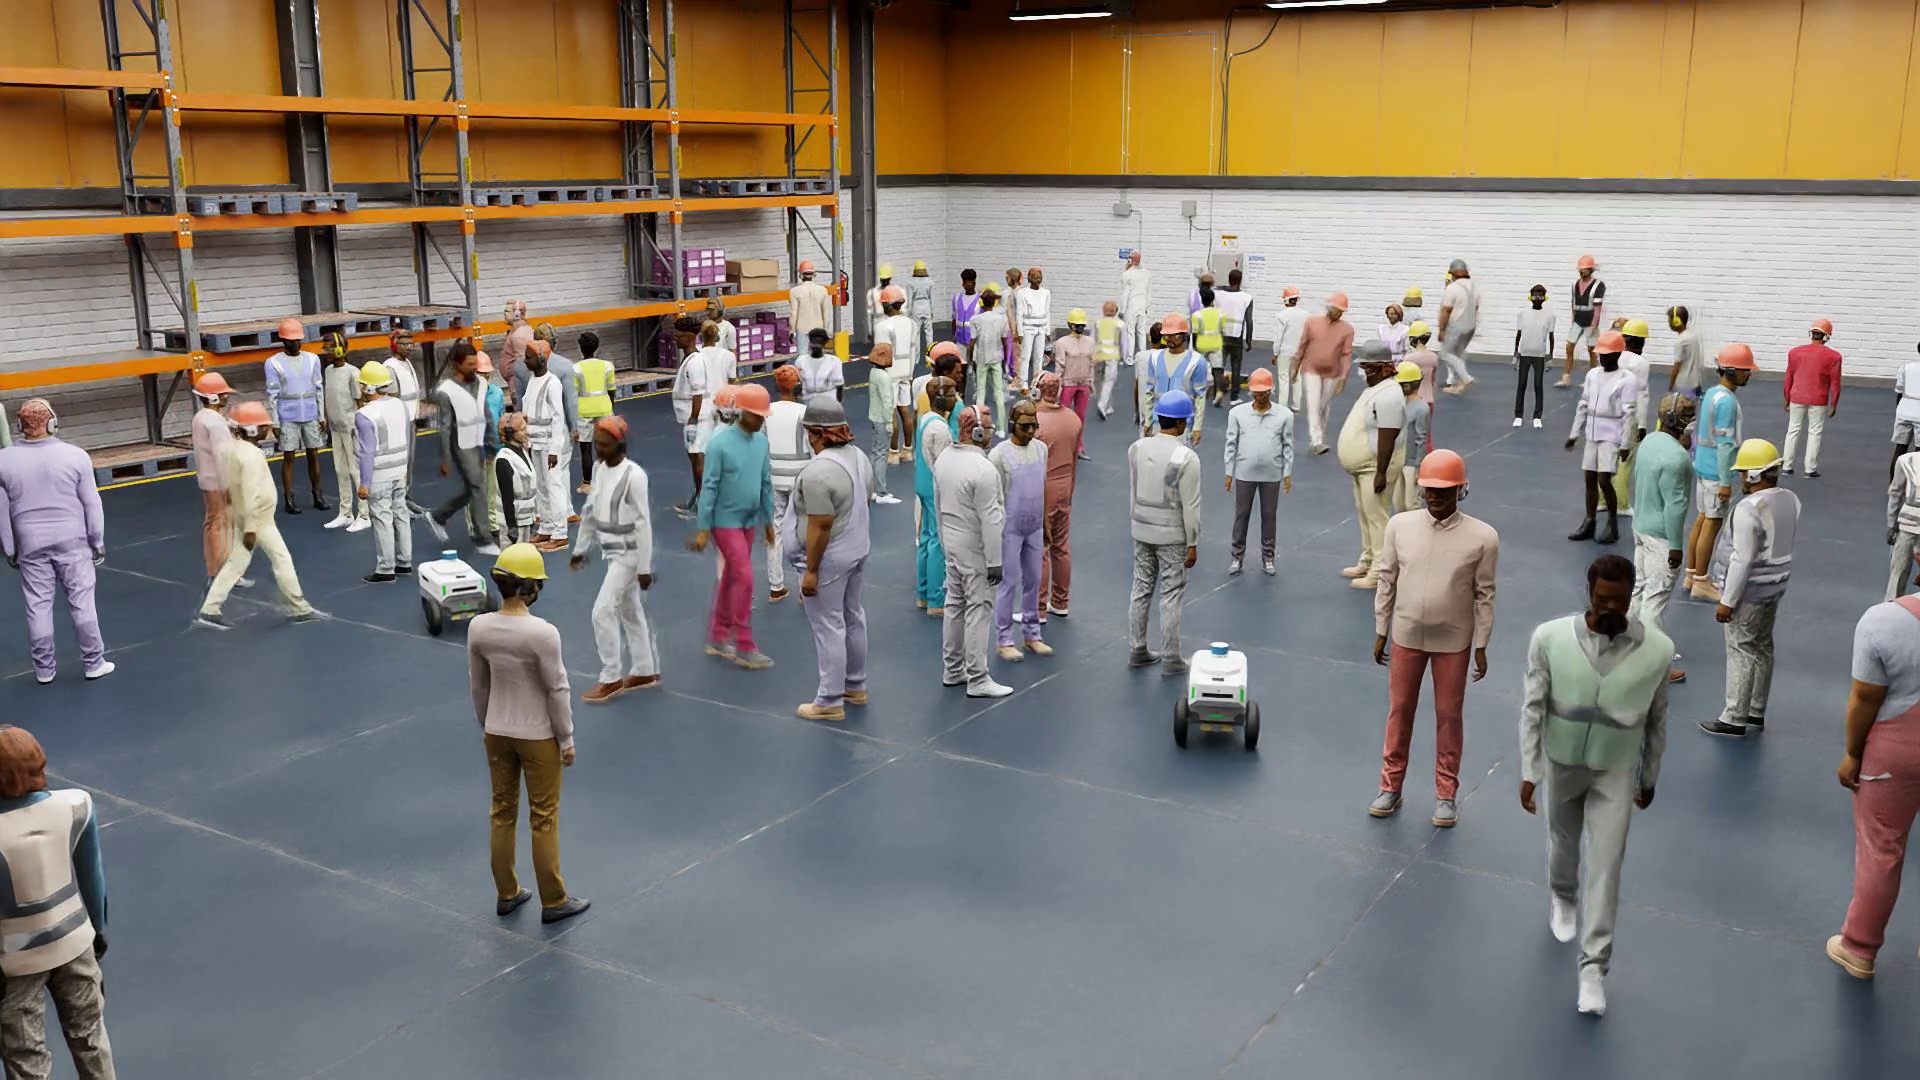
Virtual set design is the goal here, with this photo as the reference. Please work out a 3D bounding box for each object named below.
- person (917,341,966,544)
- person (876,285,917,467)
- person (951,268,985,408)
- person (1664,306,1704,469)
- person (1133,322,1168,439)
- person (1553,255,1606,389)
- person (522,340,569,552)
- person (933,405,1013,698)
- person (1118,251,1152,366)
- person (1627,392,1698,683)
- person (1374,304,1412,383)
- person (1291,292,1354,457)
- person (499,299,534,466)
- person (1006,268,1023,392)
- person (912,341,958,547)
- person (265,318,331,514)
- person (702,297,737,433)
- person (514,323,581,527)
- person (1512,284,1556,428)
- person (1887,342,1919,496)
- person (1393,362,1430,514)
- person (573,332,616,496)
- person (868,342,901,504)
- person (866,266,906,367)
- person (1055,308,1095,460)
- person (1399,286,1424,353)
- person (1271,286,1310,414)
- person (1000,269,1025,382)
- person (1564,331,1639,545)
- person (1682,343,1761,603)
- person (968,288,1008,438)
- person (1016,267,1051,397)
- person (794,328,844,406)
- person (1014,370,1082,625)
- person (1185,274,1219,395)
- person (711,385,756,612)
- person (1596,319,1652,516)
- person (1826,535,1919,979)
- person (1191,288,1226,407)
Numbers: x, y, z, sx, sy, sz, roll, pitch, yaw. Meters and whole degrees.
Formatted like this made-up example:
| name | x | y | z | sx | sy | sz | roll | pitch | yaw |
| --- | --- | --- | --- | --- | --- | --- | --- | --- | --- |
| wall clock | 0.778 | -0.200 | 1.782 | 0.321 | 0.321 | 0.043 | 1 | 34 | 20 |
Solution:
| name | x | y | z | sx | sy | sz | roll | pitch | yaw |
| --- | --- | --- | --- | --- | --- | --- | --- | --- | --- |
| person | -0.142 | -0.632 | 13.644 | 0.395 | 1.993 | 0.616 | -5 | 14 | -22 |
| person | -0.759 | -1.857 | 18.849 | 0.373 | 2.044 | 0.616 | 10 | 16 | 36 |
| person | 0.132 | -2.770 | 22.999 | 0.602 | 1.958 | 0.369 | 6 | 14 | 26 |
| person | 8.079 | -1.708 | 18.677 | 0.644 | 1.829 | 0.575 | 11 | 17 | 40 |
| person | 1.944 | -1.259 | 16.678 | 0.323 | 1.855 | 0.531 | -12 | 17 | -41 |
| person | 9.335 | -3.251 | 24.976 | 0.893 | 2.007 | 0.619 | -9 | 16 | -33 |
| person | -3.700 | -0.836 | 14.781 | 0.356 | 1.883 | 0.573 | -9 | 16 | -35 |
| person | 0.097 | 0.069 | 10.801 | 0.408 | 1.906 | 0.654 | -8 | 15 | -30 |
| person | 2.900 | -3.879 | 27.928 | 0.639 | 1.909 | 0.409 | -10 | 16 | -37 |
| person | 4.696 | -0.024 | 11.139 | 0.373 | 1.938 | 0.628 | 1 | 13 | 2 |
| person | 5.473 | -2.176 | 21.122 | 0.511 | 1.641 | 0.307 | 9 | 16 | 34 |
| person | 4.245 | -1.942 | 19.489 | 0.677 | 1.917 | 0.998 | 2 | 13 | 6 |
| person | -4.939 | -1.735 | 18.617 | 0.407 | 1.913 | 0.641 | -2 | 13 | -10 |
| person | 0.835 | -3.133 | 24.832 | 0.342 | 1.842 | 0.506 | 0 | 13 | -1 |
| person | -0.196 | -0.838 | 14.823 | 0.519 | 1.869 | 0.331 | -9 | 16 | -34 |
| person | -6.485 | -1.208 | 16.310 | 0.545 | 1.928 | 0.402 | -11 | 17 | -41 |
| person | -2.877 | -1.961 | 19.740 | 0.512 | 1.845 | 0.340 | 8 | 15 | 31 |
| person | -3.880 | -1.082 | 15.723 | 0.630 | 1.940 | 0.372 | 4 | 13 | 15 |
| person | 7.416 | -2.377 | 21.529 | 0.503 | 1.862 | 0.327 | 6 | 14 | 25 |
| person | 9.768 | -1.238 | 16.952 | 0.319 | 1.687 | 0.539 | -6 | 14 | -25 |
| person | 3.823 | -0.646 | 14.242 | 0.341 | 1.754 | 0.533 | -3 | 13 | -11 |
| person | -3.805 | -1.303 | 17.213 | 0.535 | 1.697 | 0.318 | -10 | 16 | -36 |
| person | -0.782 | -1.187 | 16.848 | 0.275 | 1.632 | 0.507 | -4 | 14 | -18 |
| person | -1.098 | -3.144 | 24.825 | 0.609 | 1.872 | 0.998 | 1 | 13 | 4 |
| person | 1.332 | -1.774 | 19.103 | 0.532 | 1.767 | 0.328 | -8 | 15 | -30 |
| person | 6.137 | -2.585 | 22.671 | 0.307 | 1.743 | 0.485 | -9 | 16 | -34 |
| person | 4.457 | -2.562 | 22.548 | 0.571 | 1.751 | 0.329 | -7 | 15 | -29 |
| person | 0.844 | -3.355 | 26.001 | 0.332 | 1.746 | 0.559 | 8 | 15 | 32 |
| person | 5.808 | -0.930 | 15.082 | 0.411 | 1.932 | 0.565 | -6 | 14 | -23 |
| person | 6.010 | -0.535 | 13.120 | 0.391 | 2.040 | 0.615 | 3 | 13 | 13 |
| person | 0.356 | -2.192 | 20.723 | 0.511 | 1.860 | 0.318 | -2 | 13 | -9 |
| person | 1.083 | -3.037 | 24.327 | 0.576 | 1.882 | 0.355 | -8 | 15 | -31 |
| person | -1.508 | -1.426 | 17.740 | 0.697 | 1.705 | 0.403 | 3 | 13 | 12 |
| person | 0.621 | -0.319 | 12.485 | 0.409 | 1.909 | 0.643 | 11 | 17 | 40 |
| person | 3.546 | -2.964 | 24.198 | 0.636 | 1.788 | 0.945 | 5 | 14 | 20 |
| person | -1.755 | -0.327 | 12.851 | 0.326 | 1.752 | 0.563 | -2 | 13 | -7 |
| person | 6.498 | -1.196 | 16.249 | 0.385 | 1.922 | 0.594 | -5 | 14 | -21 |
| person | 4.050 | 0.869 | 7.035 | 0.684 | 2.000 | 0.538 | 2 | 13 | 7 |
| person | 3.493 | -2.701 | 23.318 | 0.522 | 1.665 | 0.779 | -2 | 13 | -8 |
